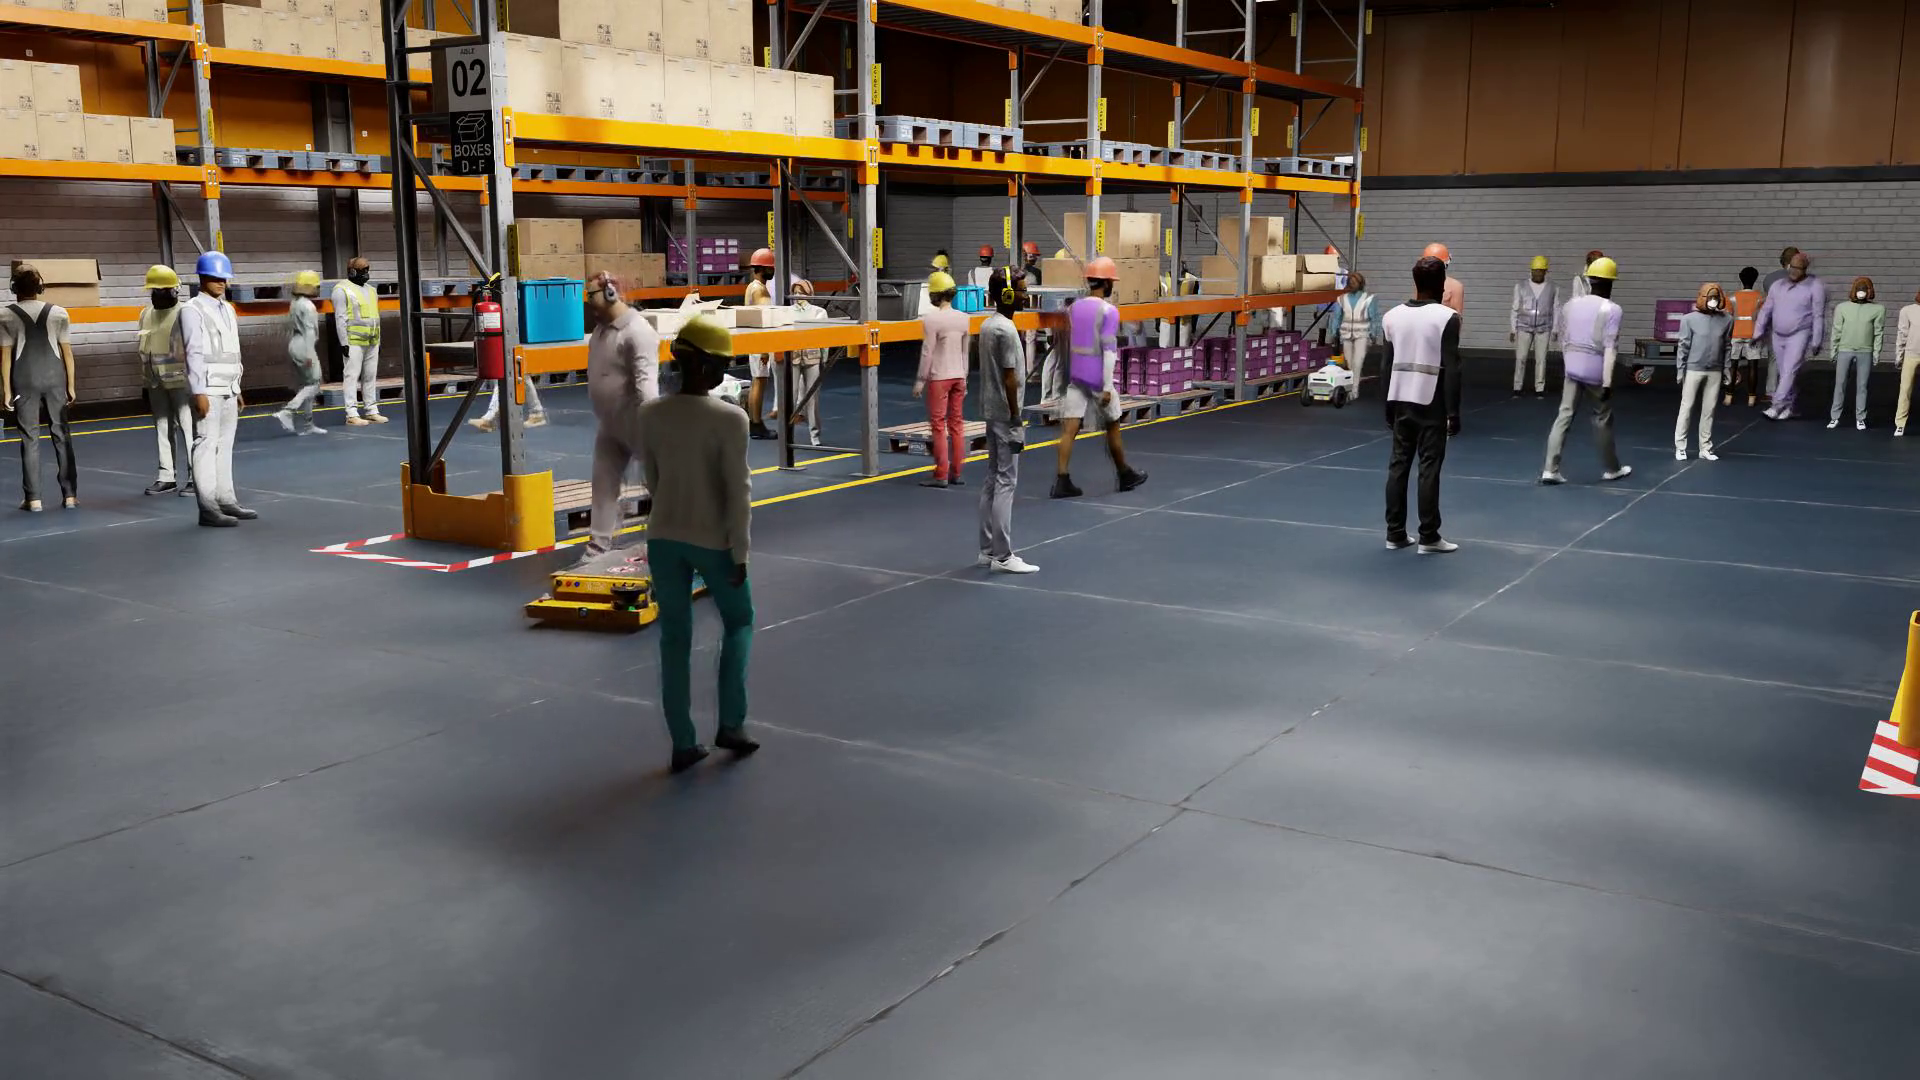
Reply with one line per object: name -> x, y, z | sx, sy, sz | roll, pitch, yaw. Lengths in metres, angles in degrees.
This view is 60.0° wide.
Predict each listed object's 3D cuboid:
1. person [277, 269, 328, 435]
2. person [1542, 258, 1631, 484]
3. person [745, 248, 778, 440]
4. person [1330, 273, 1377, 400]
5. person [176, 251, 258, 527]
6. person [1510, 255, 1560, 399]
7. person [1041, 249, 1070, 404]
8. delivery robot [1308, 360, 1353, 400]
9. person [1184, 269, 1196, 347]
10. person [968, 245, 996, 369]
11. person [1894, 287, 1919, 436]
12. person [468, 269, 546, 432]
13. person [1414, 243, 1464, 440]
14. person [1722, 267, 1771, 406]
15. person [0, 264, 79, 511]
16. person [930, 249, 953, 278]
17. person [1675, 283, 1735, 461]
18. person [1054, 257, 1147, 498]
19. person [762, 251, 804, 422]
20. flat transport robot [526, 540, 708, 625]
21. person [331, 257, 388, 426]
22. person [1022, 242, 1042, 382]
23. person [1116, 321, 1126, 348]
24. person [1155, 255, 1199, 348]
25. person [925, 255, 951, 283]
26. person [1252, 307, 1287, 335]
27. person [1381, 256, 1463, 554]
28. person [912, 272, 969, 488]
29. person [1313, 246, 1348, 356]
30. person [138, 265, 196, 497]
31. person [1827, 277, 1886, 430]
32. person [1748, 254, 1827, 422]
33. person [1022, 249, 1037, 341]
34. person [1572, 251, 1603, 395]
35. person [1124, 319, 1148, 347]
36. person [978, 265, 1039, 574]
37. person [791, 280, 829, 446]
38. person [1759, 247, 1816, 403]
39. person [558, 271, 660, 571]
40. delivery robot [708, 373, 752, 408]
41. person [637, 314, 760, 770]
person -> -6.798, -1.925, 17.158 | 0.519, 1.723, 0.505 | -9, 14, -41
person -> 5.229, -1.394, 13.813 | 0.996, 1.877, 0.608 | -7, 12, -33
person -> -2.004, -1.996, 16.975 | 0.374, 1.935, 0.552 | -2, 11, -13
person -> 4.891, -2.517, 20.784 | 0.548, 1.592, 0.841 | 6, 12, 32
person -> -5.295, -1.073, 11.848 | 0.402, 1.943, 0.605 | 1, 10, 4
person -> 7.322, -2.706, 21.207 | 0.600, 1.828, 0.403 | 3, 11, 16
person -> 1.224, -2.553, 20.124 | 0.403, 1.919, 0.587 | 7, 12, 33
delivery robot -> 4.527, -1.949, 20.288 | 0.477, 0.478, 0.707 | 7, 12, 34
person -> 3.342, -3.300, 24.976 | 0.531, 1.661, 0.857 | 7, 13, 35
person -> 0.405, -3.633, 26.044 | 0.552, 1.937, 0.356 | 3, 11, 15
person -> 9.903, -1.864, 17.115 | 0.496, 1.627, 0.277 | 5, 11, 27
person -> -4.836, -2.055, 17.712 | 0.976, 1.799, 0.616 | -8, 13, -39
person -> 4.784, -1.995, 16.828 | 0.386, 1.989, 0.608 | -7, 12, -33
person -> 9.604, -2.485, 20.348 | 0.535, 1.699, 0.318 | 5, 11, 24
person -> -6.909, -1.135, 12.463 | 0.508, 1.846, 0.345 | -9, 13, -40
person -> -0.339, -4.375, 30.380 | 0.544, 1.856, 0.477 | 6, 12, 32
person -> 6.840, -1.540, 15.290 | 0.507, 1.632, 0.267 | 0, 10, 0
person -> 1.087, -1.287, 13.194 | 0.979, 1.886, 0.569 | -10, 14, -43
person -> -1.966, -2.283, 18.563 | 0.632, 1.938, 0.357 | 9, 14, 41
flat transport robot -> -1.789, 0.216, 9.339 | 0.652, 0.197, 1.431 | 3, 11, 14
person -> -6.575, -2.173, 18.261 | 0.428, 1.837, 0.624 | 4, 11, 22
person -> 0.956, -3.249, 23.779 | 0.612, 1.987, 0.400 | 10, 14, 43
person -> 2.079, -3.217, 23.446 | 0.614, 2.042, 0.373 | 1, 10, 5
person -> 3.005, -3.043, 23.085 | 0.618, 1.835, 0.430 | 0, 10, 2
person -> -0.237, -3.264, 24.400 | 0.879, 1.789, 0.616 | -3, 11, -18
person -> 4.915, -3.739, 26.391 | 0.615, 2.025, 0.665 | 6, 12, 29
person -> 2.982, -0.870, 10.787 | 0.391, 1.920, 0.587 | -8, 13, -37
person -> -0.141, -1.304, 13.633 | 0.333, 1.758, 0.565 | 9, 13, 40
person -> 5.789, -3.623, 26.009 | 0.542, 1.931, 0.376 | 5, 12, 27
person -> -6.250, -1.254, 13.167 | 0.587, 1.830, 0.403 | 3, 11, 15
person -> 9.603, -1.999, 17.831 | 0.499, 1.634, 0.288 | 6, 12, 30
person -> 9.191, -2.240, 18.560 | 0.952, 1.853, 0.673 | -6, 12, -28
person -> 0.760, -2.956, 22.363 | 0.650, 1.909, 0.652 | -5, 11, -24
person -> 8.240, -2.829, 21.742 | 0.585, 1.882, 0.343 | -4, 11, -21
person -> 2.417, -3.050, 23.326 | 0.623, 1.745, 0.540 | -2, 10, -11
person -> 0.282, -0.728, 10.137 | 0.319, 1.870, 0.532 | -3, 11, -17
person -> -1.548, -1.737, 16.377 | 0.513, 1.637, 0.313 | 0, 10, -3
person -> 10.273, -2.668, 20.696 | 0.635, 1.937, 0.359 | 1, 10, 6
person -> -1.984, -0.714, 10.162 | 1.032, 1.846, 0.733 | -10, 14, -43
delivery robot -> -2.757, -1.738, 19.121 | 0.707, 0.478, 0.477 | 5, 11, 26
person -> -0.999, 0.005, 6.437 | 0.520, 1.741, 0.541 | 4, 11, 19
